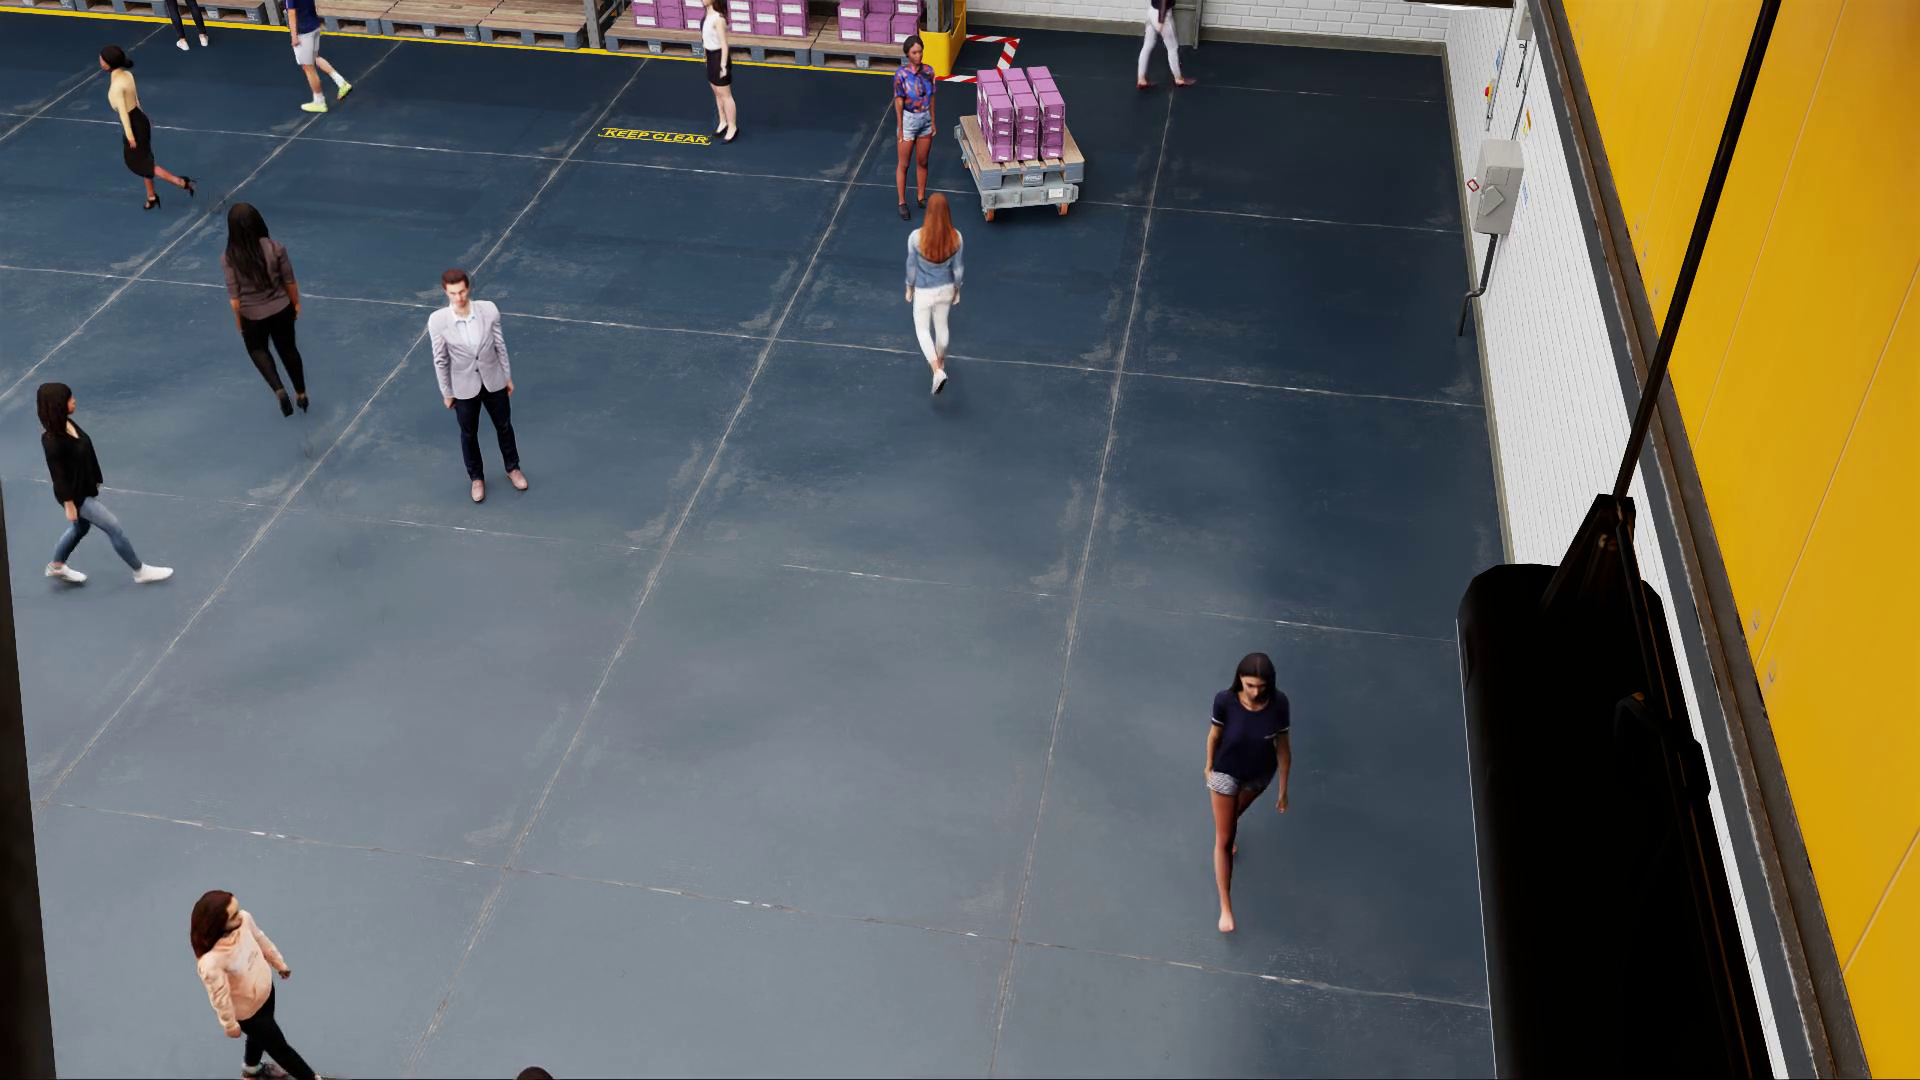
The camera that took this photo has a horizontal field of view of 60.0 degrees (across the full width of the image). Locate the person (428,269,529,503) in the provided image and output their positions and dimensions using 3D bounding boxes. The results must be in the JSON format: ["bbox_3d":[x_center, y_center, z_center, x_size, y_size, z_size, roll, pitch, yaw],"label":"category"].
[{"bbox_3d":[-3.519,-1.157,12.125,0.723,1.852,0.827,-16,41,-19],"label":"person"}]

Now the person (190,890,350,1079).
[{"bbox_3d":[-3.539,2.238,8.184,0.865,1.464,0.661,1,39,2],"label":"person"}]

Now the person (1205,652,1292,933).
[{"bbox_3d":[1.569,1.234,9.238,1.075,1.719,0.777,0,39,0],"label":"person"}]

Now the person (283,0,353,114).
[{"bbox_3d":[-6.784,-5.358,17.404,0.828,1.828,0.693,3,39,3],"label":"person"}]

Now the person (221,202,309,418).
[{"bbox_3d":[-5.306,-1.692,12.816,0.884,1.826,0.942,-22,44,-25],"label":"person"}]

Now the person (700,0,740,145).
[{"bbox_3d":[-2.455,-4.854,16.918,0.679,1.648,0.638,-19,42,-22],"label":"person"}]

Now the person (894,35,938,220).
[{"bbox_3d":[-0.425,-3.891,15.638,0.640,1.741,0.726,-18,42,-22],"label":"person"}]

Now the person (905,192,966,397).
[{"bbox_3d":[-0.190,-1.925,13.221,0.979,1.684,0.930,-10,40,-12],"label":"person"}]

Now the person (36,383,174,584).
[{"bbox_3d":[-6.062,-0.321,11.273,1.142,1.609,0.908,-11,40,-13],"label":"person"}]

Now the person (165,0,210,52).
[{"bbox_3d":[-8.926,-6.422,18.839,0.705,1.701,0.767,-23,44,-26],"label":"person"}]

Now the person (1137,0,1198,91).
[{"bbox_3d":[2.096,-5.597,17.902,0.993,1.581,0.840,-11,40,-13],"label":"person"}]

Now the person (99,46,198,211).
[{"bbox_3d":[-7.684,-3.841,15.659,0.905,1.636,0.699,-2,39,-3],"label":"person"}]
